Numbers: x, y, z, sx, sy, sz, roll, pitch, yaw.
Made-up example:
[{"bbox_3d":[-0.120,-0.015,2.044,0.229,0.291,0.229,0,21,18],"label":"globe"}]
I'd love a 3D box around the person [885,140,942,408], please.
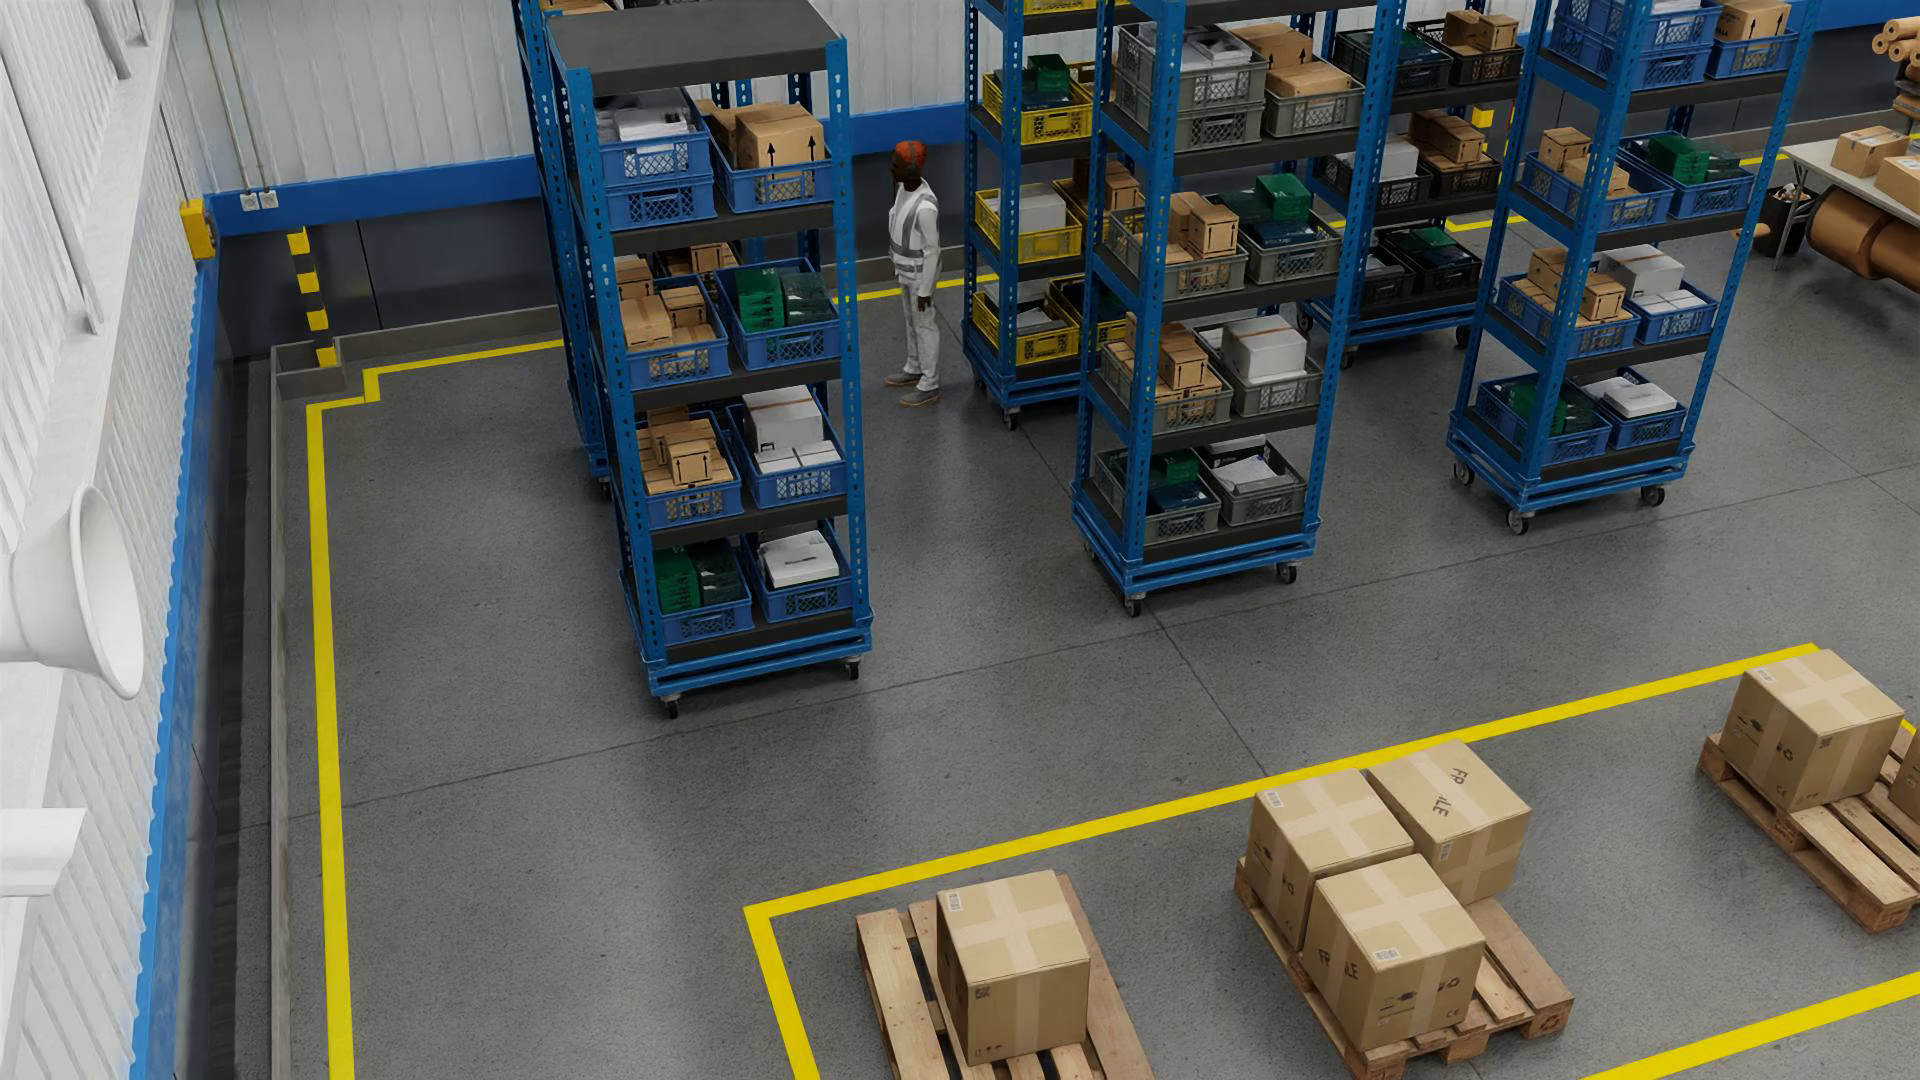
[{"bbox_3d":[-0.307,-1.788,11.190,0.361,1.882,0.573,-10,36,-14],"label":"person"}]
